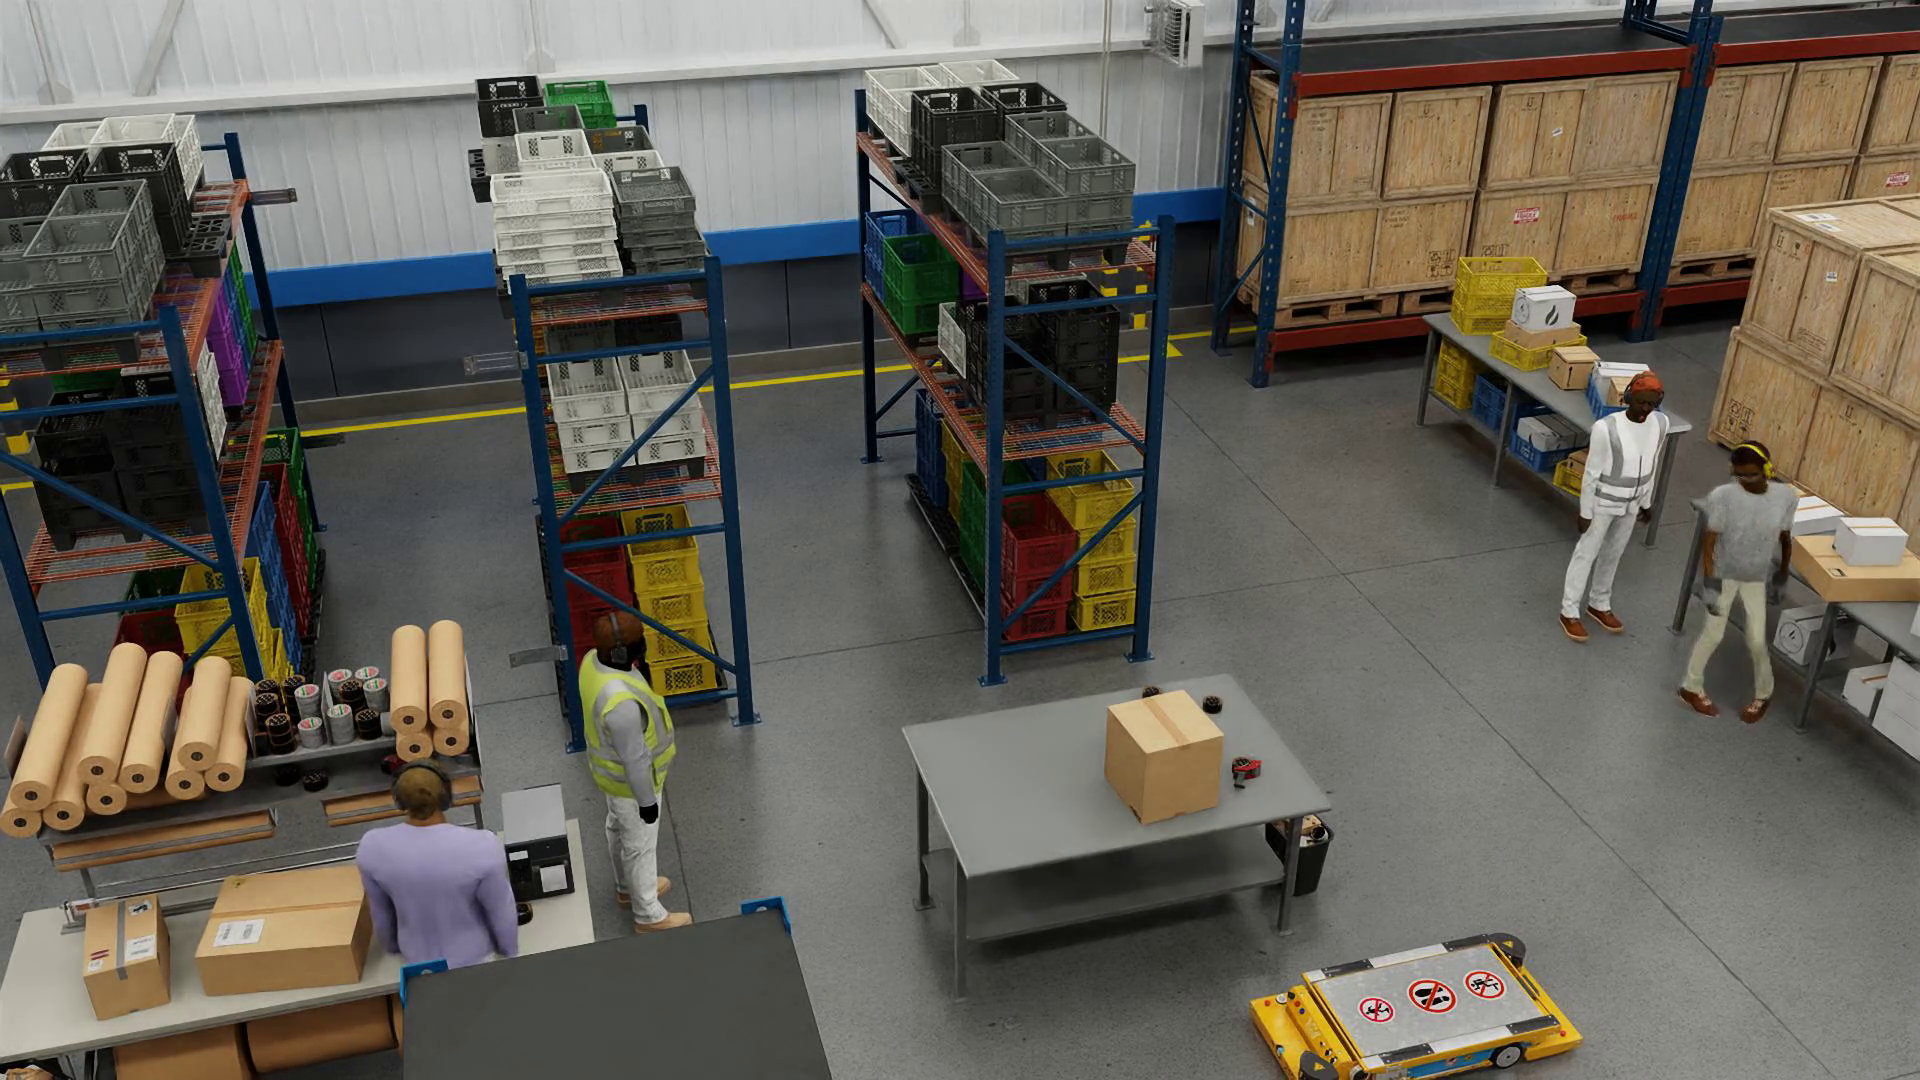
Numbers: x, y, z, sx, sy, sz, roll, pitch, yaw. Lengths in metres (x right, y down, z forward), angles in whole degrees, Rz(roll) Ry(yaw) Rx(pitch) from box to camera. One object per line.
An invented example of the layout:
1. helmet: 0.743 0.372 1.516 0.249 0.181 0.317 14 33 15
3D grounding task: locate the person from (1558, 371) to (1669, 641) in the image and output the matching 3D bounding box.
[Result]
1. person: 4.297 -0.230 10.891 0.575 1.882 0.361 -10 30 -17

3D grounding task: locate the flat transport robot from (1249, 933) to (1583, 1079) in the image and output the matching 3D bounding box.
1. flat transport robot: 2.184 2.282 7.980 1.431 0.197 0.652 -8 30 -14

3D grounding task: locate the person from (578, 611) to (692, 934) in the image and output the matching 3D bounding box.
1. person: -1.645 1.167 8.391 0.429 1.845 0.621 -13 31 -23

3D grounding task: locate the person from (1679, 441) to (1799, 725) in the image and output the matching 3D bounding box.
1. person: 4.775 0.265 10.064 0.637 1.819 0.388 5 29 10

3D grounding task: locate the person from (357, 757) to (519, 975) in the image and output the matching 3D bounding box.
1. person: -2.202 1.773 7.205 0.625 1.930 0.371 2 29 3
